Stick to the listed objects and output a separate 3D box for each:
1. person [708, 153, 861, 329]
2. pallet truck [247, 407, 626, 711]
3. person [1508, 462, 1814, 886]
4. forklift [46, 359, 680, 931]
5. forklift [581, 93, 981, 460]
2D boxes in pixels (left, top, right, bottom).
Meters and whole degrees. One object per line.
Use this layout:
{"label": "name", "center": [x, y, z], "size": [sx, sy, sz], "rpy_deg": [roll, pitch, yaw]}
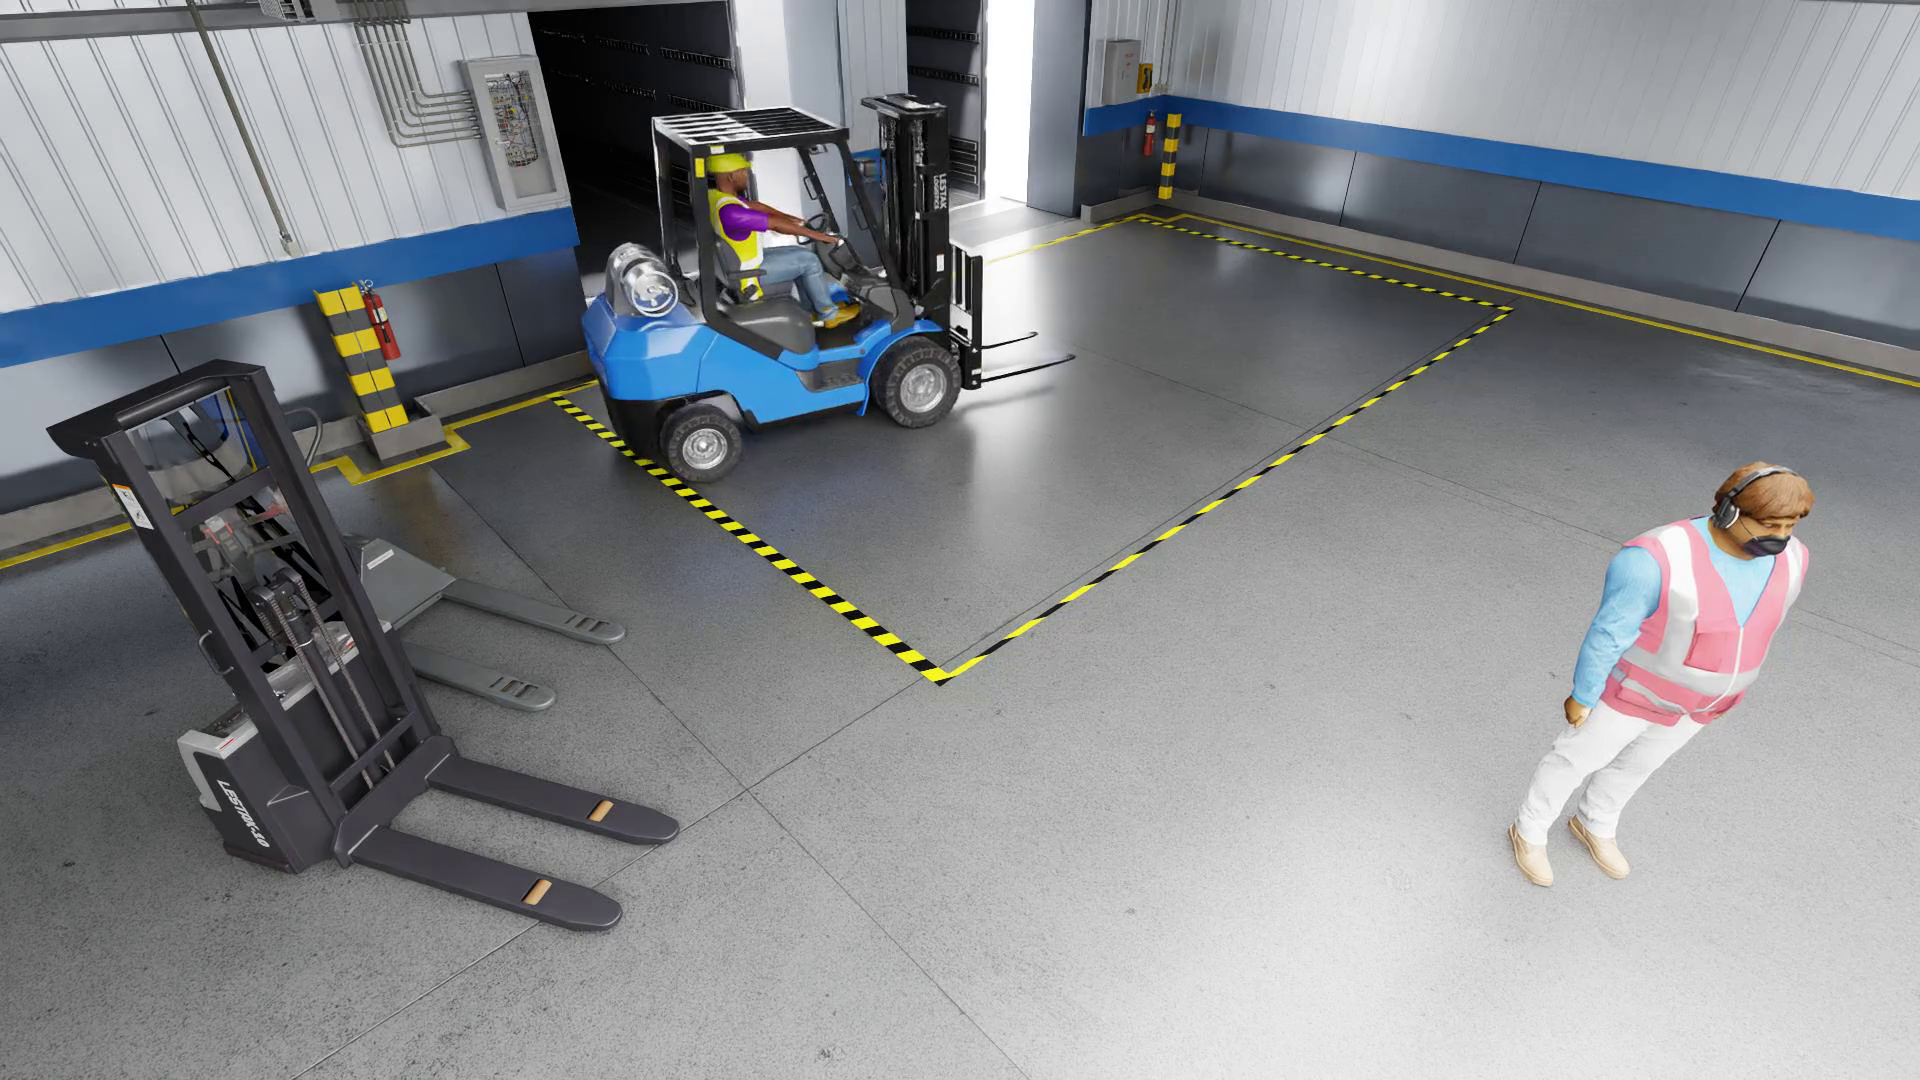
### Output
{"label": "person", "center": [-1.218, -2.078, 6.382], "size": [1.004, 1.294, 0.635], "rpy_deg": [-17, 38, -23]}
{"label": "pallet truck", "center": [-2.628, 0.038, 4.590], "size": [1.601, 1.201, 0.680], "rpy_deg": [12, 36, 18]}
{"label": "person", "center": [2.511, 0.545, 3.310], "size": [0.632, 1.842, 0.429], "rpy_deg": [-3, 34, -4]}
{"label": "forklift", "center": [-2.135, 0.422, 3.354], "size": [1.885, 1.965, 0.823], "rpy_deg": [10, 35, 14]}
{"label": "forklift", "center": [-1.274, -1.911, 6.469], "size": [2.680, 2.036, 1.157], "rpy_deg": [-17, 38, -23]}
